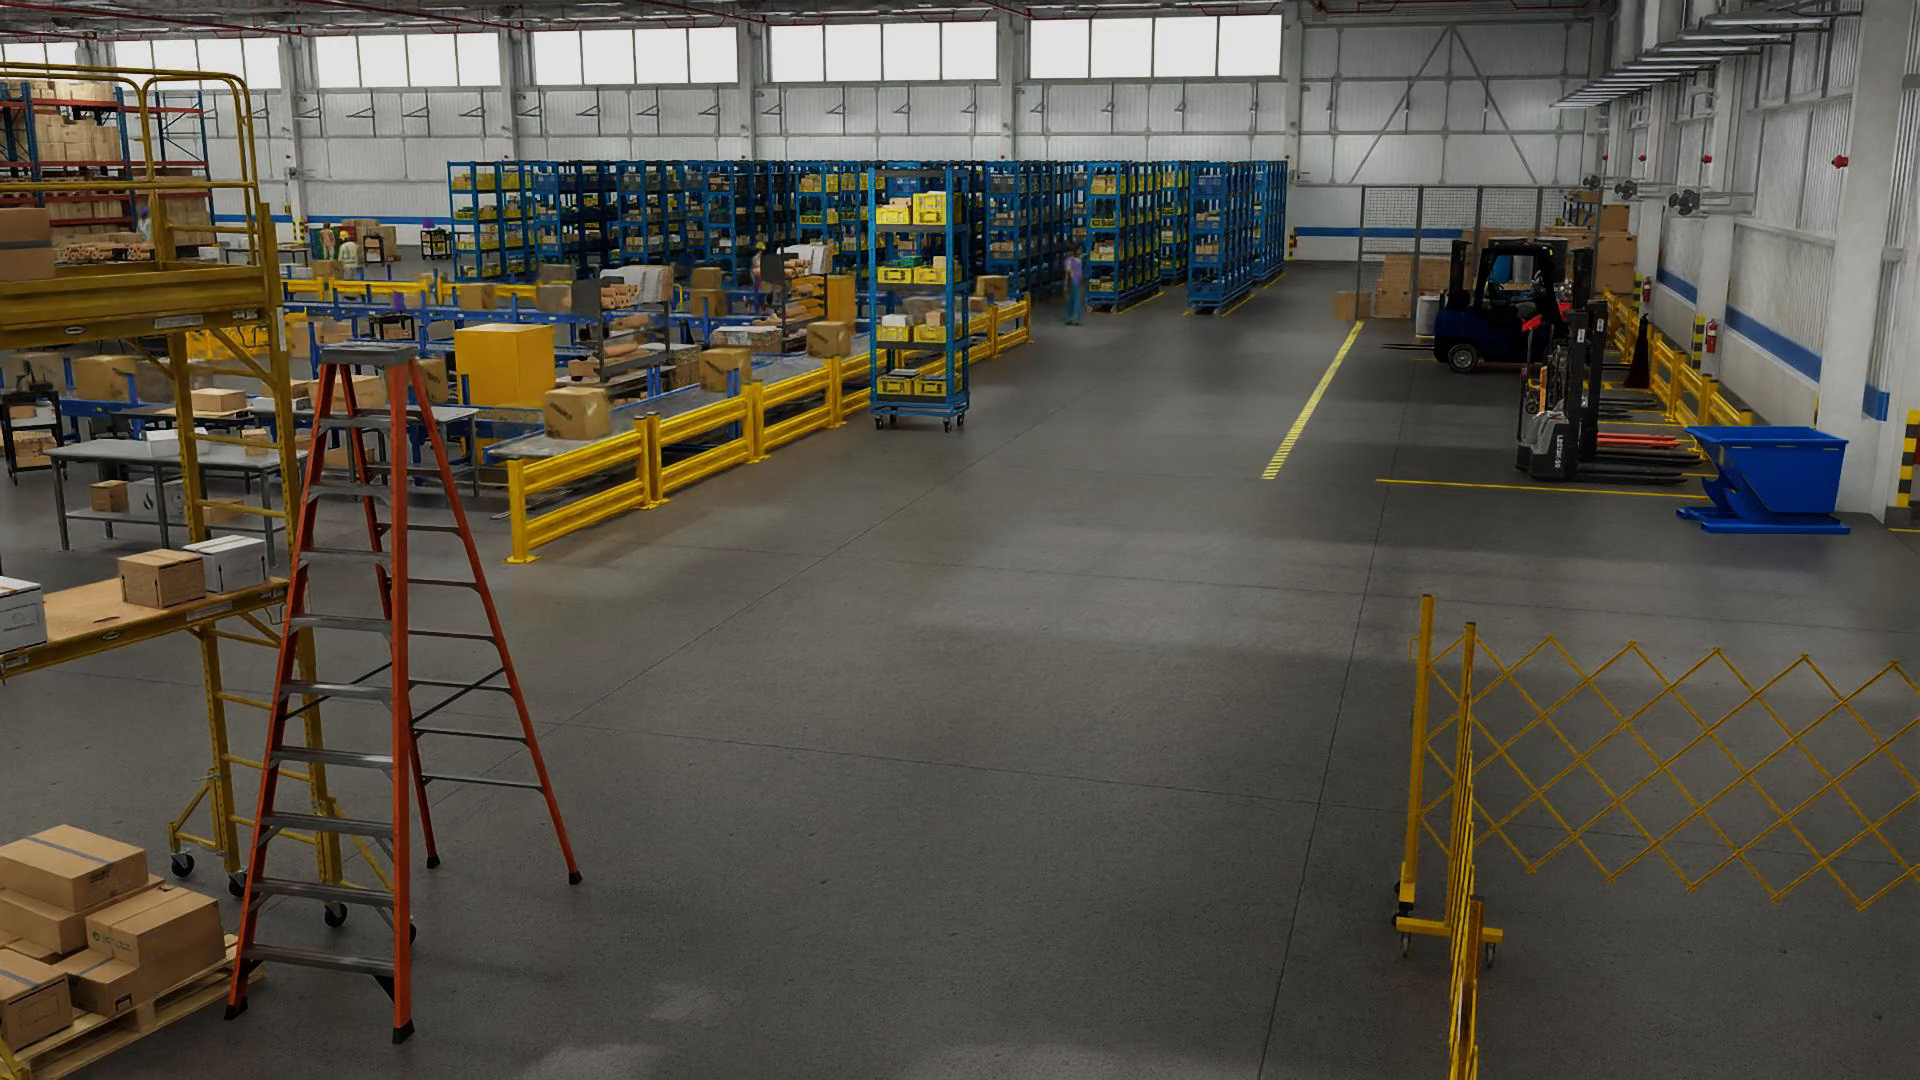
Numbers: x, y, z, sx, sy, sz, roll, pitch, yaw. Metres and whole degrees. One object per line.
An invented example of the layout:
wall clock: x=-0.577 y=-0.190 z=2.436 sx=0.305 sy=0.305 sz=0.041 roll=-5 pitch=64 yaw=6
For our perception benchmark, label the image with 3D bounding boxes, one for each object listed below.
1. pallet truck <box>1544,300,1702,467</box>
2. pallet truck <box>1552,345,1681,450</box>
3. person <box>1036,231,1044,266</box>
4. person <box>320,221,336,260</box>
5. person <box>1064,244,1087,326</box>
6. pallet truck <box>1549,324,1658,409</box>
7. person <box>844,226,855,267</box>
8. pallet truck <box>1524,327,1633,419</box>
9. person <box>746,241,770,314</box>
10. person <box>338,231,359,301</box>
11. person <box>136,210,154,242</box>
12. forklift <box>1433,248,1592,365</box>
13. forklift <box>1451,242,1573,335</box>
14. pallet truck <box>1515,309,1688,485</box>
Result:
pallet truck: x=8.263 y=-1.952 z=20.631 sx=1.885 sy=1.965 sz=0.823 roll=5 pitch=14 yaw=20
pallet truck: x=8.641 y=-1.896 z=21.908 sx=1.630 sy=1.274 sz=0.653 roll=4 pitch=14 yaw=16
person: x=2.238 y=-8.264 z=47.925 sx=0.392 sy=1.986 sz=0.610 roll=-2 pitch=13 yaw=-9
person: x=-20.688 y=-9.608 z=54.483 sx=0.511 sy=1.640 sz=0.308 roll=3 pitch=13 yaw=14
person: x=2.656 y=-5.682 z=37.136 sx=0.708 sy=1.822 sz=0.569 roll=6 pitch=14 yaw=26
pallet truck: x=9.824 y=-2.669 z=25.407 sx=1.601 sy=1.201 sz=0.680 roll=4 pitch=14 yaw=16
person: x=-3.343 y=-8.711 z=49.728 sx=0.370 sy=2.044 sz=0.608 roll=3 pitch=13 yaw=12
pallet truck: x=9.065 y=-2.460 z=24.370 sx=1.522 sy=1.261 sz=0.704 roll=3 pitch=13 yaw=14
person: x=-4.792 y=-6.236 z=39.658 sx=0.559 sy=1.753 sz=0.538 roll=7 pitch=15 yaw=29
person: x=-16.150 y=-7.178 z=43.599 sx=0.690 sy=1.810 sz=0.625 roll=4 pitch=14 yaw=18
person: x=-28.480 y=-10.590 z=58.186 sx=0.597 sy=1.896 sz=1.024 roll=4 pitch=14 yaw=18
forklift: x=9.780 y=-4.111 z=29.280 sx=2.680 sy=1.987 sz=1.157 roll=3 pitch=13 yaw=14
forklift: x=10.464 y=-4.597 z=31.405 sx=2.680 sy=1.987 sz=1.157 roll=4 pitch=14 yaw=16
pallet truck: x=7.554 y=-1.677 z=19.446 sx=1.885 sy=1.965 sz=0.823 roll=3 pitch=13 yaw=14
